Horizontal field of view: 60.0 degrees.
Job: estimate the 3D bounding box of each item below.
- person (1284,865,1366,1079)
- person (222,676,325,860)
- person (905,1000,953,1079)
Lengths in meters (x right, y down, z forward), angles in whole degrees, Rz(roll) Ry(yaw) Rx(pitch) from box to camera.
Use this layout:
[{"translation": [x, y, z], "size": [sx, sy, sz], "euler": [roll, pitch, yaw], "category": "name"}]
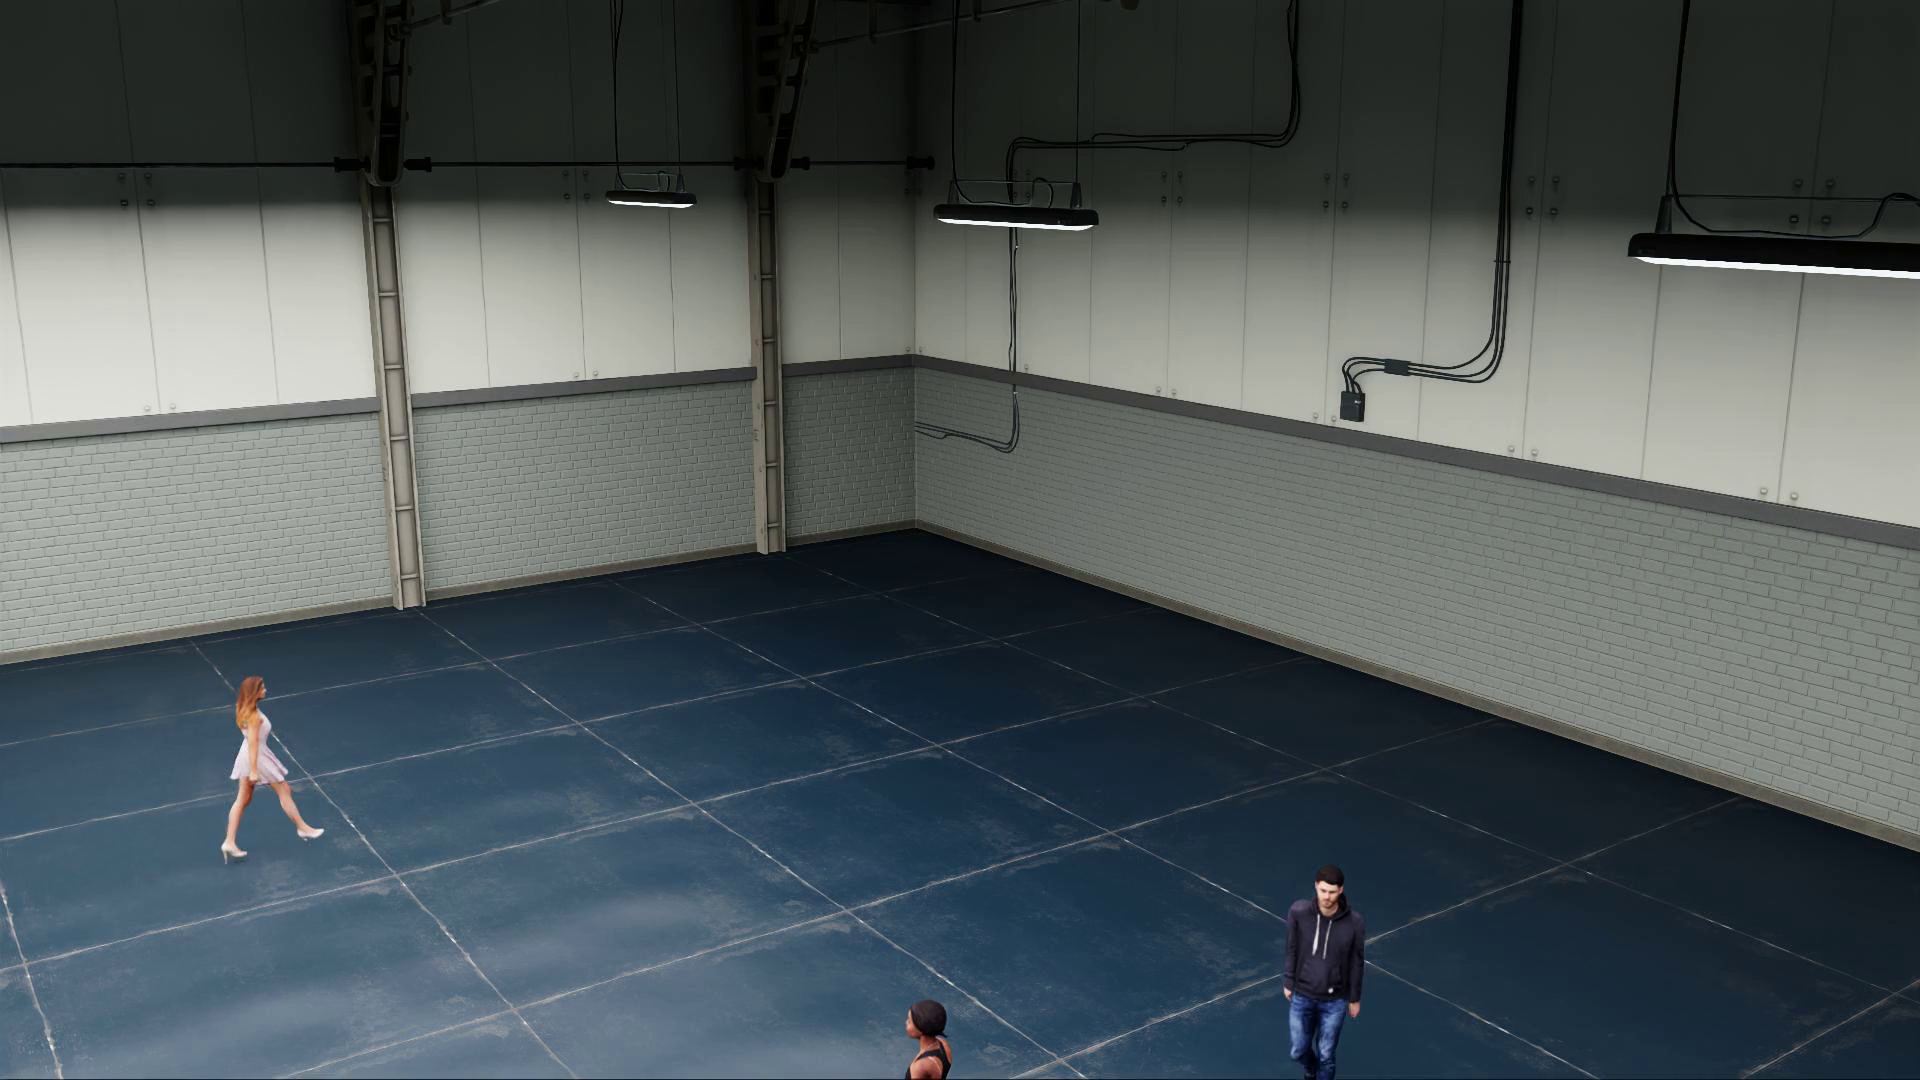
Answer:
[{"translation": [2.460, 3.024, 11.264], "size": [0.853, 1.874, 0.904], "euler": [5, 14, 20], "category": "person"}, {"translation": [-6.613, 2.147, 15.410], "size": [1.122, 1.713, 0.574], "euler": [-8, 15, -32], "category": "person"}, {"translation": [-0.166, 3.472, 9.719], "size": [0.715, 1.698, 0.624], "euler": [5, 14, 21], "category": "person"}]
